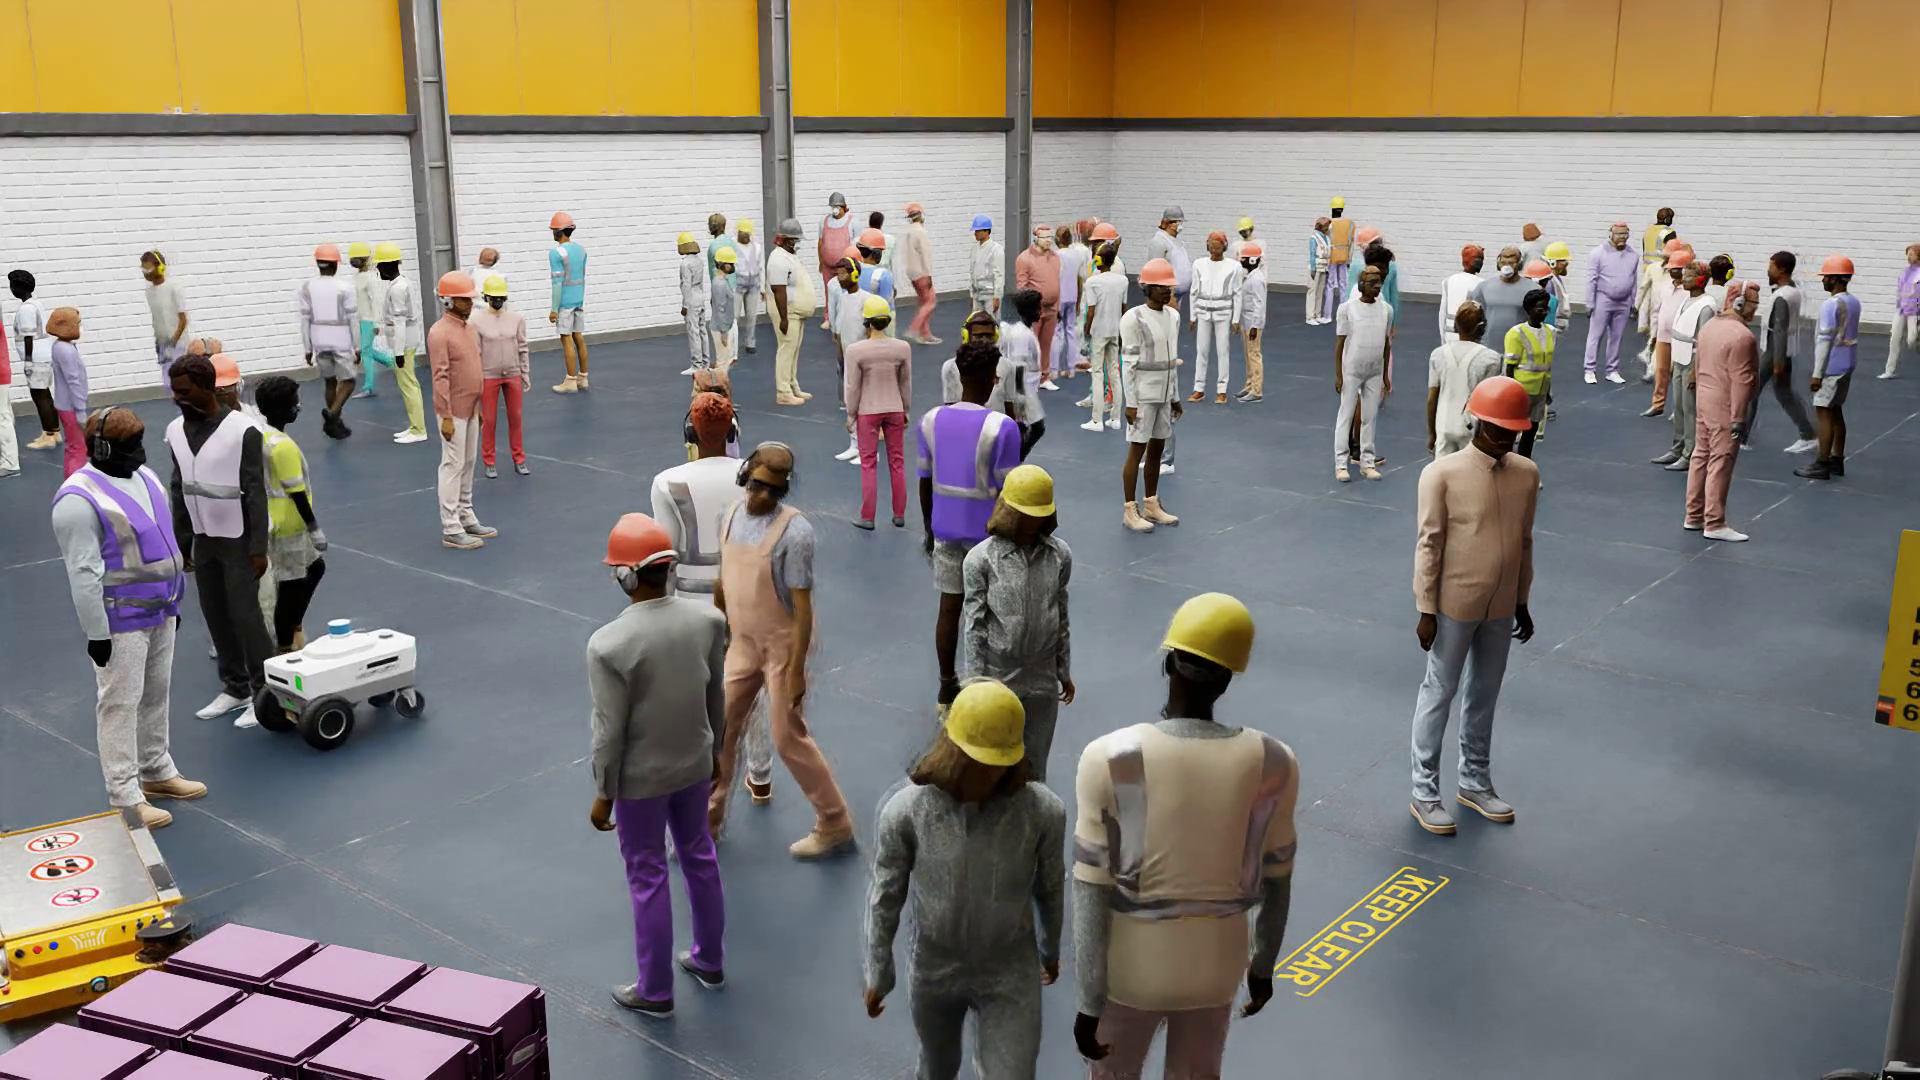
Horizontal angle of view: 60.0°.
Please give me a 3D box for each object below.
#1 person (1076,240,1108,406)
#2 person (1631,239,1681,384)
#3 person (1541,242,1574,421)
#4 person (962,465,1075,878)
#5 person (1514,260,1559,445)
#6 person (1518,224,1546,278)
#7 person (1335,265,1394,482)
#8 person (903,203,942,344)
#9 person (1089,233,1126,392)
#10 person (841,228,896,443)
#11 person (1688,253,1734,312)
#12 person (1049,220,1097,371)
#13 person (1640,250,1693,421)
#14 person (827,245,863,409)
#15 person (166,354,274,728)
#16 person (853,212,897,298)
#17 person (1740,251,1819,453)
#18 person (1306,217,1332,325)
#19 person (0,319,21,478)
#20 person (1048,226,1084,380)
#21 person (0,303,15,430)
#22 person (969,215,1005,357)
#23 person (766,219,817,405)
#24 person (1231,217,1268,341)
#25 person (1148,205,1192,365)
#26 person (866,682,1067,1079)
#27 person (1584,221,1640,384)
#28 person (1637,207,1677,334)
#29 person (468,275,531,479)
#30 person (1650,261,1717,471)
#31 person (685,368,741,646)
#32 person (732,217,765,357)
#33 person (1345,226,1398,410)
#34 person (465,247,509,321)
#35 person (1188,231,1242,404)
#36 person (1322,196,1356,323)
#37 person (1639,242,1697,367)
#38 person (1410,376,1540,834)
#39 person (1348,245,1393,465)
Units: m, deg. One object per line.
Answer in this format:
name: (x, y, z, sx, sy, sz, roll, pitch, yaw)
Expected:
person: (1.528, -2.362, 17.854, 0.386, 1.921, 0.595, -8, 16, -28)
person: (8.316, -2.711, 19.697, 0.856, 1.697, 0.591, -11, 18, -37)
person: (6.099, -2.161, 17.228, 0.404, 1.833, 0.591, 6, 15, 24)
person: (0.246, 0.550, 6.596, 0.484, 1.736, 0.308, -8, 16, -28)
person: (5.466, -1.784, 15.880, 0.330, 1.753, 0.561, 12, 18, 39)
person: (8.316, -3.825, 24.382, 0.535, 1.600, 0.607, -7, 16, -26)
person: (3.453, -1.419, 14.242, 0.508, 1.846, 0.345, -3, 14, -11)
person: (-0.518, -3.664, 22.999, 0.479, 1.948, 0.650, -6, 15, -24)
person: (1.682, -2.542, 18.727, 0.345, 1.846, 0.508, -3, 14, -11)
person: (-0.850, -1.965, 16.024, 0.615, 2.040, 0.391, 10, 17, 36)
person: (6.853, -1.670, 15.191, 0.519, 1.873, 0.335, 12, 18, 40)
person: (1.403, -2.988, 20.456, 0.570, 1.870, 0.619, 3, 14, 10)
person: (7.382, -2.111, 17.195, 0.326, 1.749, 0.564, -9, 17, -31)
person: (-1.129, -2.268, 17.818, 0.562, 1.752, 0.324, 4, 15, 14)
person: (-3.748, -0.005, 8.476, 0.613, 1.904, 0.412, 6, 15, 23)
person: (-1.169, -3.436, 22.250, 0.623, 1.861, 0.912, -3, 14, -10)
person: (7.626, -1.732, 15.465, 0.913, 1.900, 0.598, 10, 17, 34)
person: (5.484, -4.112, 25.418, 0.310, 1.640, 0.514, 11, 18, 37)
person: (-8.433, -1.412, 14.426, 0.354, 1.740, 0.569, -10, 17, -36)
person: (1.230, -2.828, 19.906, 0.518, 1.835, 0.357, -8, 16, -28)
person: (-9.576, -1.816, 16.265, 0.513, 1.631, 0.316, -2, 14, -9)
person: (0.308, -2.991, 20.338, 0.414, 1.941, 0.606, -11, 18, -37)
person: (-1.836, -2.500, 18.165, 0.535, 2.000, 0.688, 1, 14, 4)
person: (4.107, -3.714, 23.659, 0.545, 1.724, 0.711, 2, 14, 10)
person: (2.645, -3.182, 20.890, 0.535, 2.000, 0.682, 9, 16, 31)
person: (0.016, 1.109, 4.492, 0.525, 1.675, 0.967, 1, 14, 2)
person: (7.687, -2.789, 19.591, 0.652, 1.906, 0.402, -2, 14, -9)
person: (10.199, -3.921, 24.275, 0.431, 1.835, 0.618, -3, 14, -12)
person: (-3.970, -1.408, 14.379, 0.518, 1.756, 0.342, -9, 17, -33)
person: (6.453, -1.534, 14.690, 0.389, 1.850, 0.567, 1, 14, 3)
person: (-1.426, -0.195, 9.768, 0.306, 1.639, 0.524, -7, 16, -27)
person: (-2.854, -3.335, 21.939, 0.600, 1.830, 0.403, -8, 16, -30)
person: (4.381, -2.310, 17.562, 0.640, 1.962, 0.710, -7, 15, -25)
person: (-5.580, -2.623, 19.525, 0.545, 1.618, 0.513, 2, 14, 6)
person: (2.787, -2.433, 18.219, 0.574, 1.883, 0.361, 7, 16, 25)
person: (5.784, -4.309, 25.617, 0.587, 1.930, 0.355, -4, 15, -16)
person: (8.972, -2.924, 20.785, 0.817, 1.585, 0.483, -5, 15, -18)
person: (2.227, 0.275, 7.178, 0.608, 1.989, 0.386, -6, 15, -22)
person: (3.667, -1.666, 14.981, 0.368, 1.963, 0.612, -1, 14, -6)
